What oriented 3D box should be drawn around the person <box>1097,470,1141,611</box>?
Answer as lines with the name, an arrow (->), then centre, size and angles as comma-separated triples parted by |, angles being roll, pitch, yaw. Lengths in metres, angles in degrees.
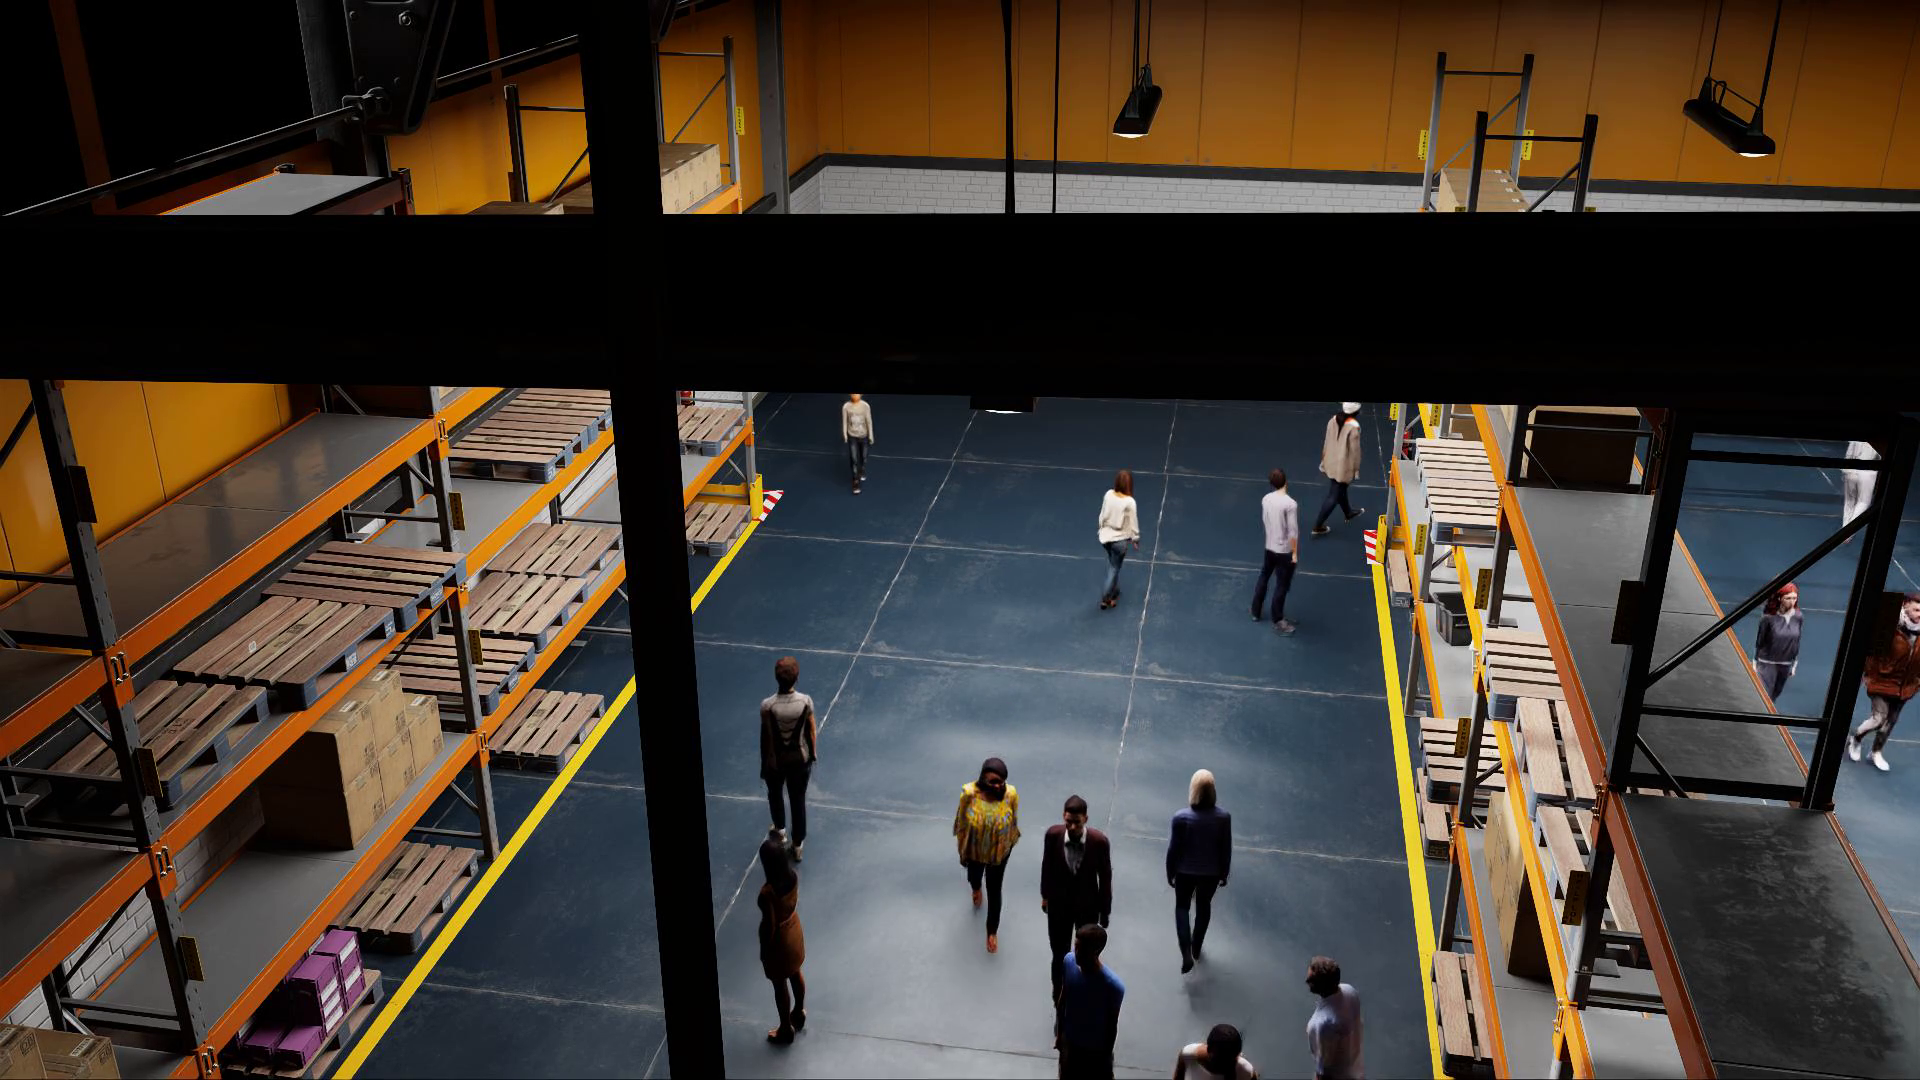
person -> 1.700, 0.018, 18.820 | 0.793, 1.662, 0.843 | 22, 32, 40

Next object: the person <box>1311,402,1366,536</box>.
person -> 4.680, -0.921, 20.744 | 1.203, 1.841, 1.212 | -13, 27, -26

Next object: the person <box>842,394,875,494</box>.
person -> -1.362, -1.422, 22.386 | 0.761, 1.444, 1.052 | -3, 24, -7

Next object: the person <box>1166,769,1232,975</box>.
person -> 1.853, 2.588, 12.853 | 0.731, 1.732, 0.949 | 1, 24, 2

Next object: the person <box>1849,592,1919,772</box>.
person -> 8.759, 1.289, 15.709 | 0.777, 1.826, 0.762 | -2, 24, -5

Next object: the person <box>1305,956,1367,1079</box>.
person -> 2.486, 3.507, 10.702 | 1.083, 1.770, 1.173 | 17, 29, 33

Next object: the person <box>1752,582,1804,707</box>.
person -> 7.783, 1.193, 16.015 | 0.740, 1.756, 1.038 | -1, 24, -3

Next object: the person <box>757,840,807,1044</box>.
person -> -1.307, 2.921, 12.149 | 0.677, 1.686, 0.525 | 10, 26, 22

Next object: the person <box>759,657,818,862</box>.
person -> -1.453, 1.918, 14.211 | 0.829, 1.871, 0.893 | -6, 24, -13

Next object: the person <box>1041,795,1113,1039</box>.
person -> 0.875, 2.698, 12.488 | 0.692, 1.823, 1.148 | 4, 24, 9

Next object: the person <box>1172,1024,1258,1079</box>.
person -> 1.590, 3.676, 10.468 | 0.960, 1.648, 1.213 | 14, 27, 29

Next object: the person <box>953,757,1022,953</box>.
person -> 0.199, 2.432, 13.356 | 0.842, 1.614, 1.119 | 0, 24, 0

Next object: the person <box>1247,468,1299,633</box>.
person -> 3.541, 0.129, 18.388 | 0.921, 1.805, 0.809 | -6, 24, -14

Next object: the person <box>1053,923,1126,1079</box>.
person -> 0.846, 3.316, 11.024 | 0.741, 1.863, 0.745 | 19, 30, 36

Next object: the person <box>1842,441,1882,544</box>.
person -> 11.071, -0.761, 20.482 | 0.836, 1.758, 0.981 | 17, 29, 34
